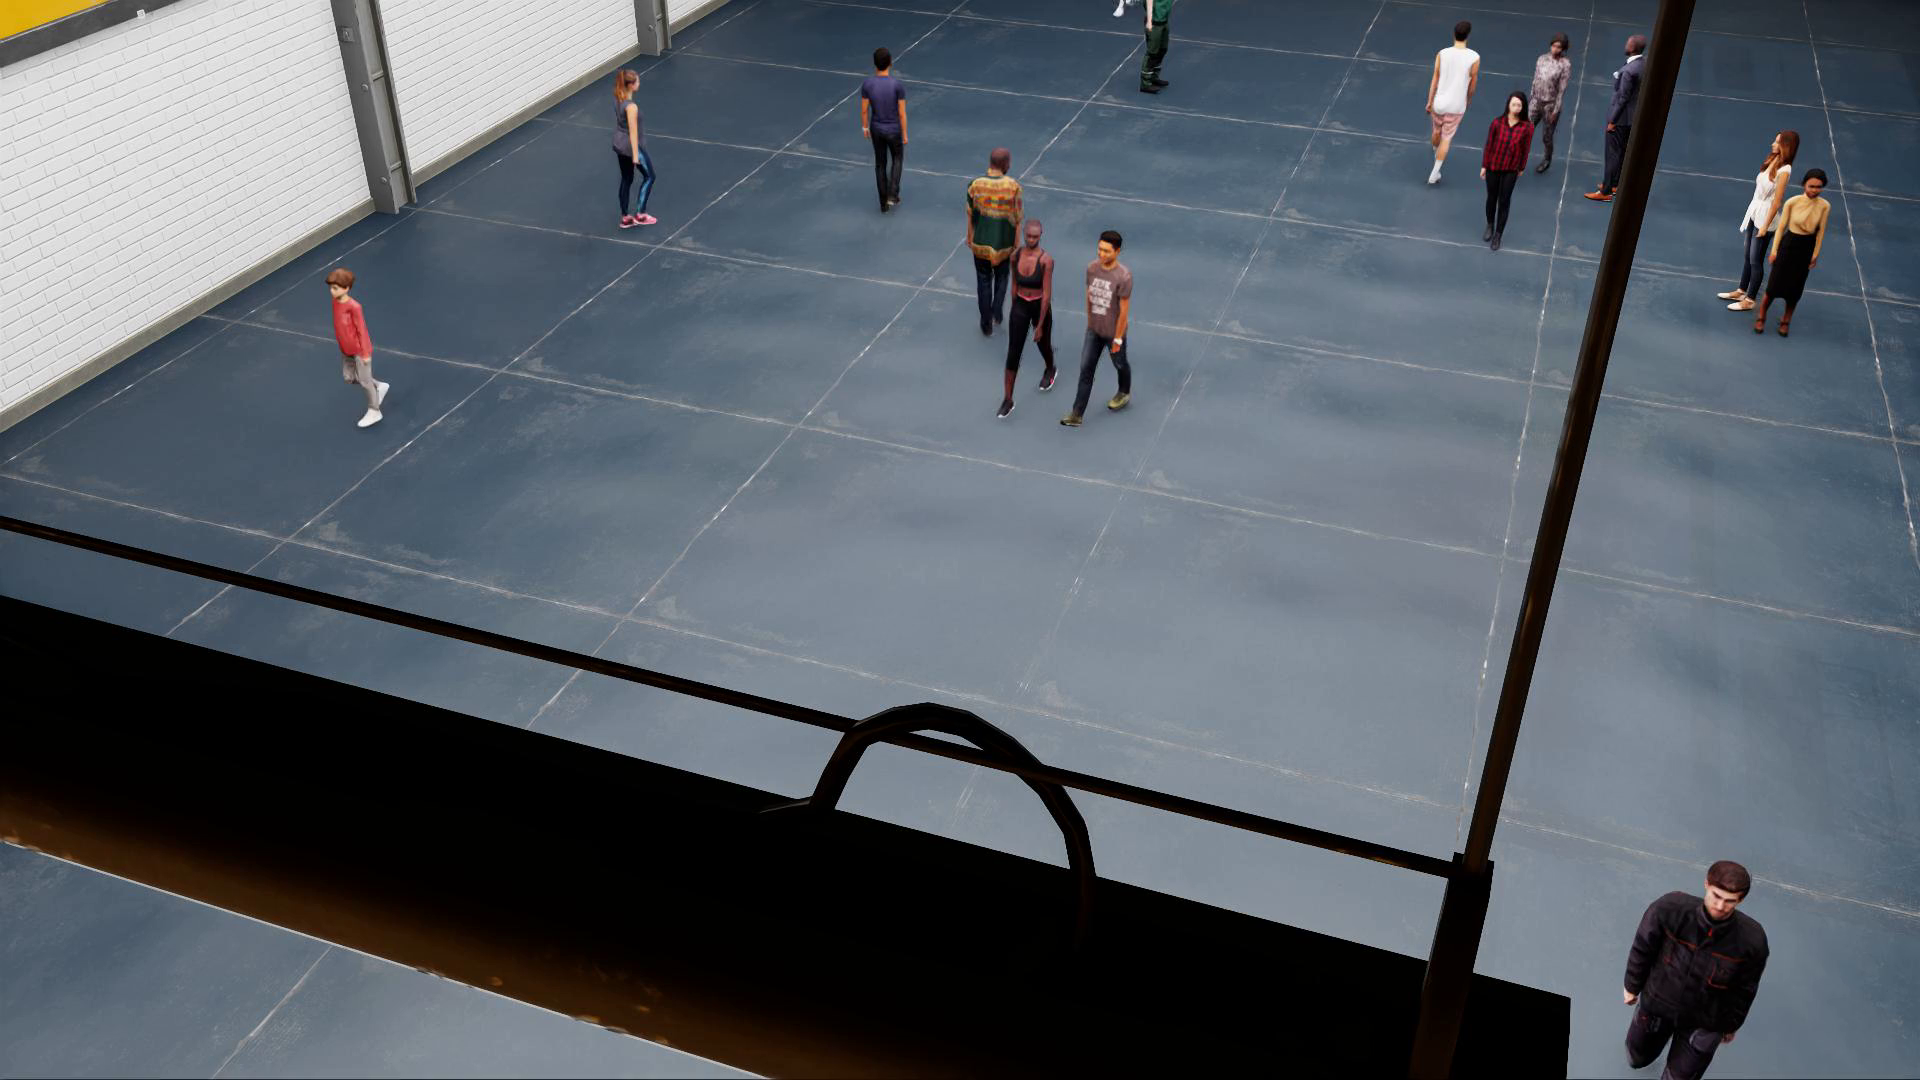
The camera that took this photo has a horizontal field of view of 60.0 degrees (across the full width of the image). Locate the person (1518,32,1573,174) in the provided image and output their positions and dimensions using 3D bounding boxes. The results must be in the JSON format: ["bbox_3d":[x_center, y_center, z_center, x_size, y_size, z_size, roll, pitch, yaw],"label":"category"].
[{"bbox_3d":[6.679,-4.891,18.839,1.213,1.665,0.944,-27,42,-34],"label":"person"}]

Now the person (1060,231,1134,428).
[{"bbox_3d":[1.311,-1.810,14.147,0.850,1.729,1.206,23,40,30],"label":"person"}]

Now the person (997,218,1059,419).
[{"bbox_3d":[0.681,-1.981,14.418,0.583,1.714,1.170,14,36,19],"label":"person"}]

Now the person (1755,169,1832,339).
[{"bbox_3d":[7.779,-2.668,15.507,0.587,1.651,0.567,7,34,11],"label":"person"}]

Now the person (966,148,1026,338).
[{"bbox_3d":[0.311,-2.722,15.464,0.819,1.789,0.840,-2,34,-2],"label":"person"}]

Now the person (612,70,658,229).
[{"bbox_3d":[-3.574,-4.104,17.616,0.773,1.708,0.730,-26,42,-34],"label":"person"}]

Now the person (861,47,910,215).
[{"bbox_3d":[-0.819,-4.385,17.973,0.735,1.781,0.688,4,34,5],"label":"person"}]

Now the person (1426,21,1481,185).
[{"bbox_3d":[5.506,-4.877,18.760,0.721,1.730,1.151,14,36,20],"label":"person"}]

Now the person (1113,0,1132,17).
[{"bbox_3d":[2.454,-8.593,24.386,0.669,1.690,0.996,17,37,24],"label":"person"}]

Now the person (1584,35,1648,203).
[{"bbox_3d":[7.309,-4.659,18.346,0.838,1.825,0.673,27,42,34],"label":"person"}]

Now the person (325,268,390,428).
[{"bbox_3d":[-5.116,-1.675,14.234,0.603,1.407,0.722,20,38,27],"label":"person"}]

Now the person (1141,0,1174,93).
[{"bbox_3d":[2.551,-6.721,21.433,0.735,1.841,0.560,18,38,25],"label":"person"}]

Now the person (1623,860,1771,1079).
[{"bbox_3d":[3.517,2.195,8.040,0.835,1.819,1.051,18,37,25],"label":"person"}]

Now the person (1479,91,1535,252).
[{"bbox_3d":[5.661,-3.907,17.385,0.600,1.636,0.825,12,35,18],"label":"person"}]

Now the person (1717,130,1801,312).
[{"bbox_3d":[7.736,-3.074,15.998,0.700,1.785,0.547,3,34,4],"label":"person"}]
